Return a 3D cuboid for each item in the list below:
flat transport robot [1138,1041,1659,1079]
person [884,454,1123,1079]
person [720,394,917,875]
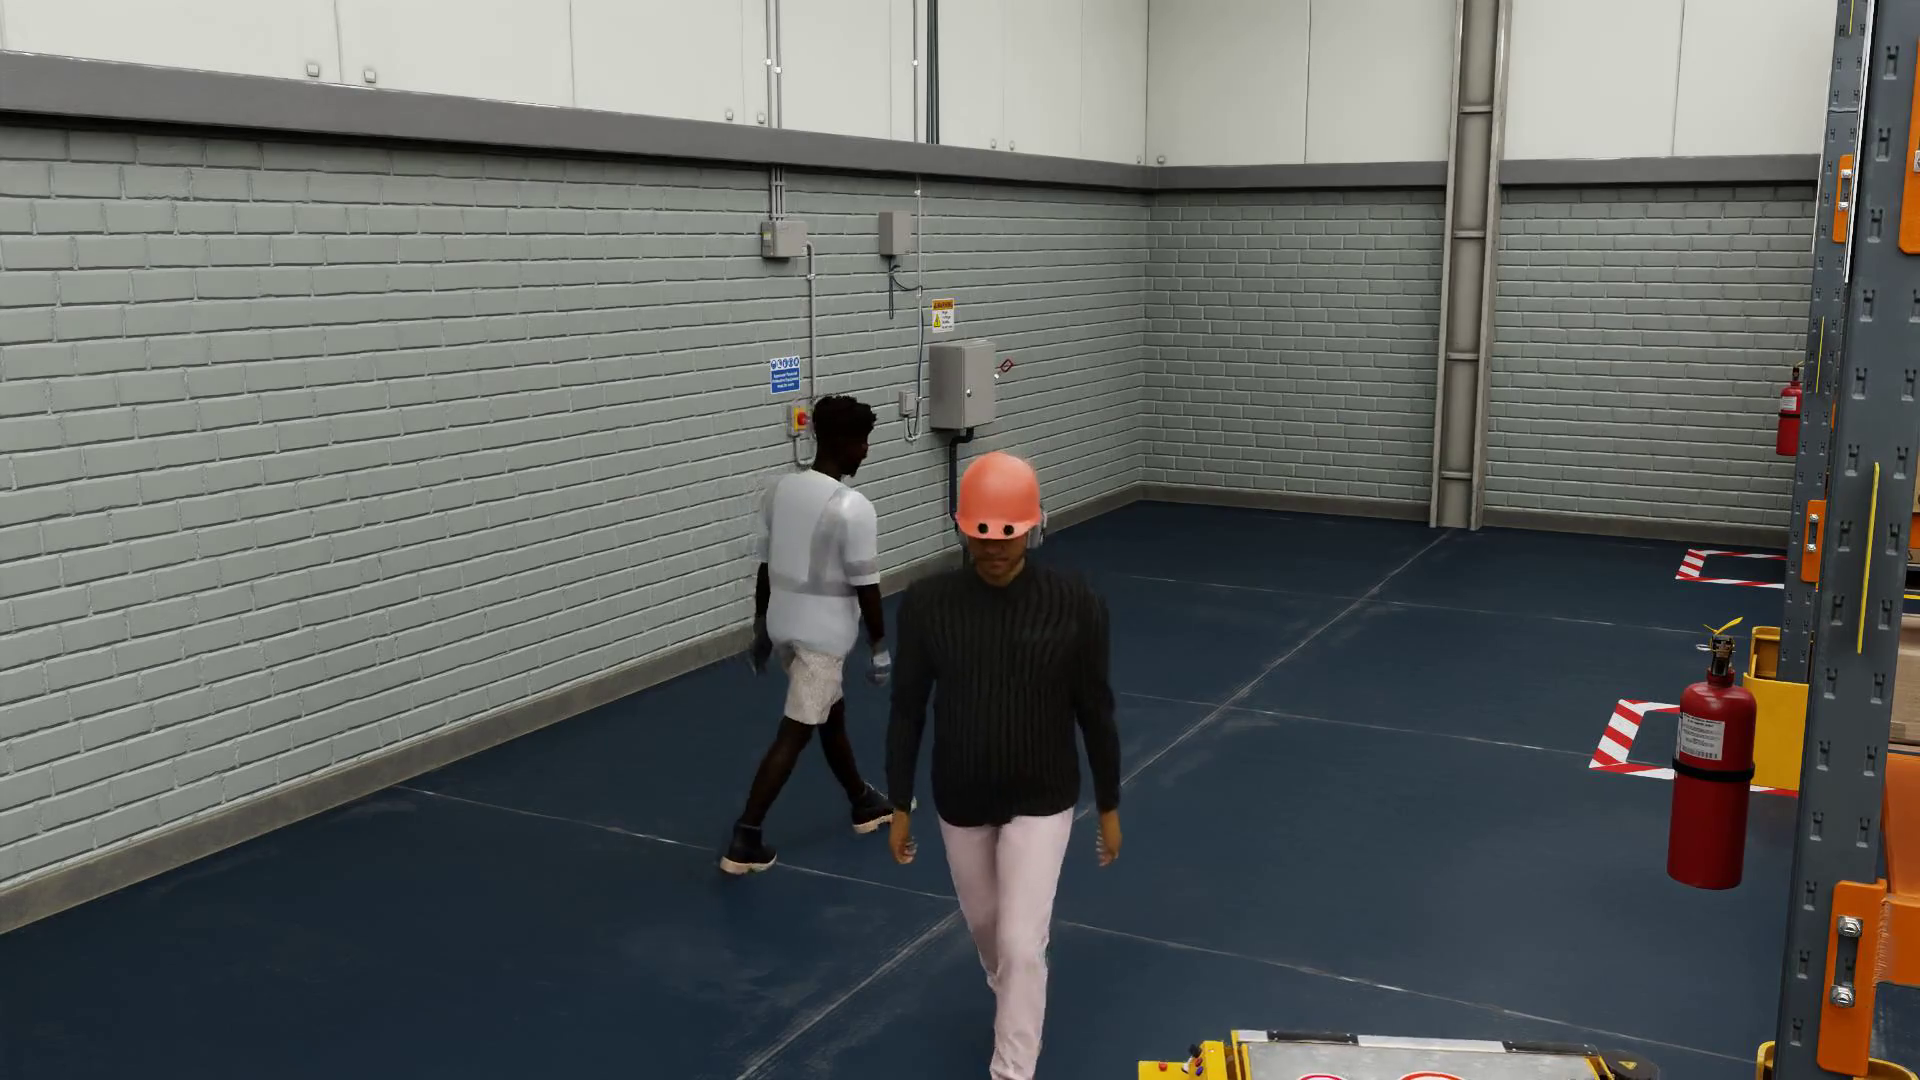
[{"bbox_3d":[1.202,1.576,4.477,1.431,0.197,0.652,1,10,5],"label":"flat transport robot"},{"bbox_3d":[0.136,0.698,4.729,0.669,1.949,0.969,2,11,13],"label":"person"},{"bbox_3d":[-0.577,0.366,6.649,1.030,1.902,0.630,-10,14,-42],"label":"person"}]
